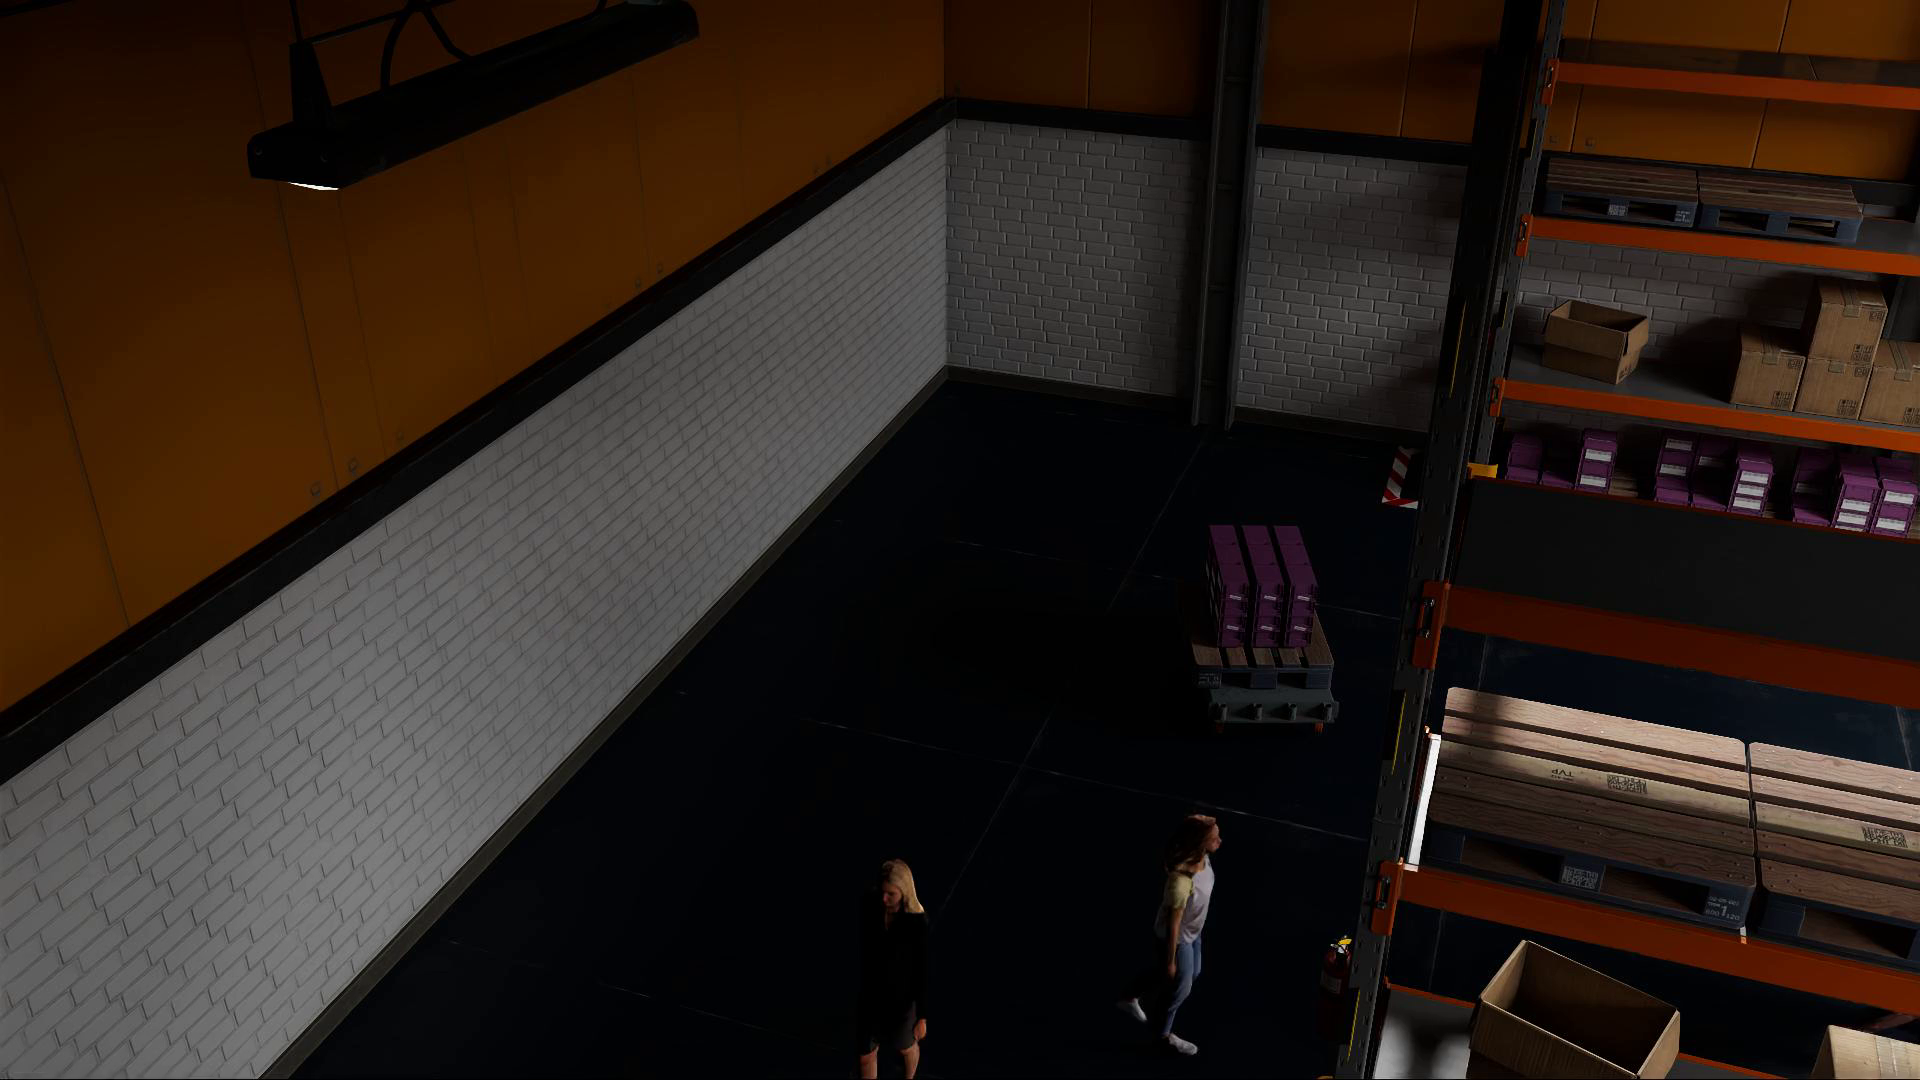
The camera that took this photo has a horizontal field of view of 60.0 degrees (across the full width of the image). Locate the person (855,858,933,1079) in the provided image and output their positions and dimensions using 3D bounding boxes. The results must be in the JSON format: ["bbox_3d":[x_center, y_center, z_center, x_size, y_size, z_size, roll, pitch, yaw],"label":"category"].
[{"bbox_3d":[-0.295,2.347,8.713,0.756,1.826,0.788,17,33,28],"label":"person"}]

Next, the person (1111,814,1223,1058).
[{"bbox_3d":[1.112,2.170,9.163,0.771,1.705,0.634,8,30,15],"label":"person"}]
